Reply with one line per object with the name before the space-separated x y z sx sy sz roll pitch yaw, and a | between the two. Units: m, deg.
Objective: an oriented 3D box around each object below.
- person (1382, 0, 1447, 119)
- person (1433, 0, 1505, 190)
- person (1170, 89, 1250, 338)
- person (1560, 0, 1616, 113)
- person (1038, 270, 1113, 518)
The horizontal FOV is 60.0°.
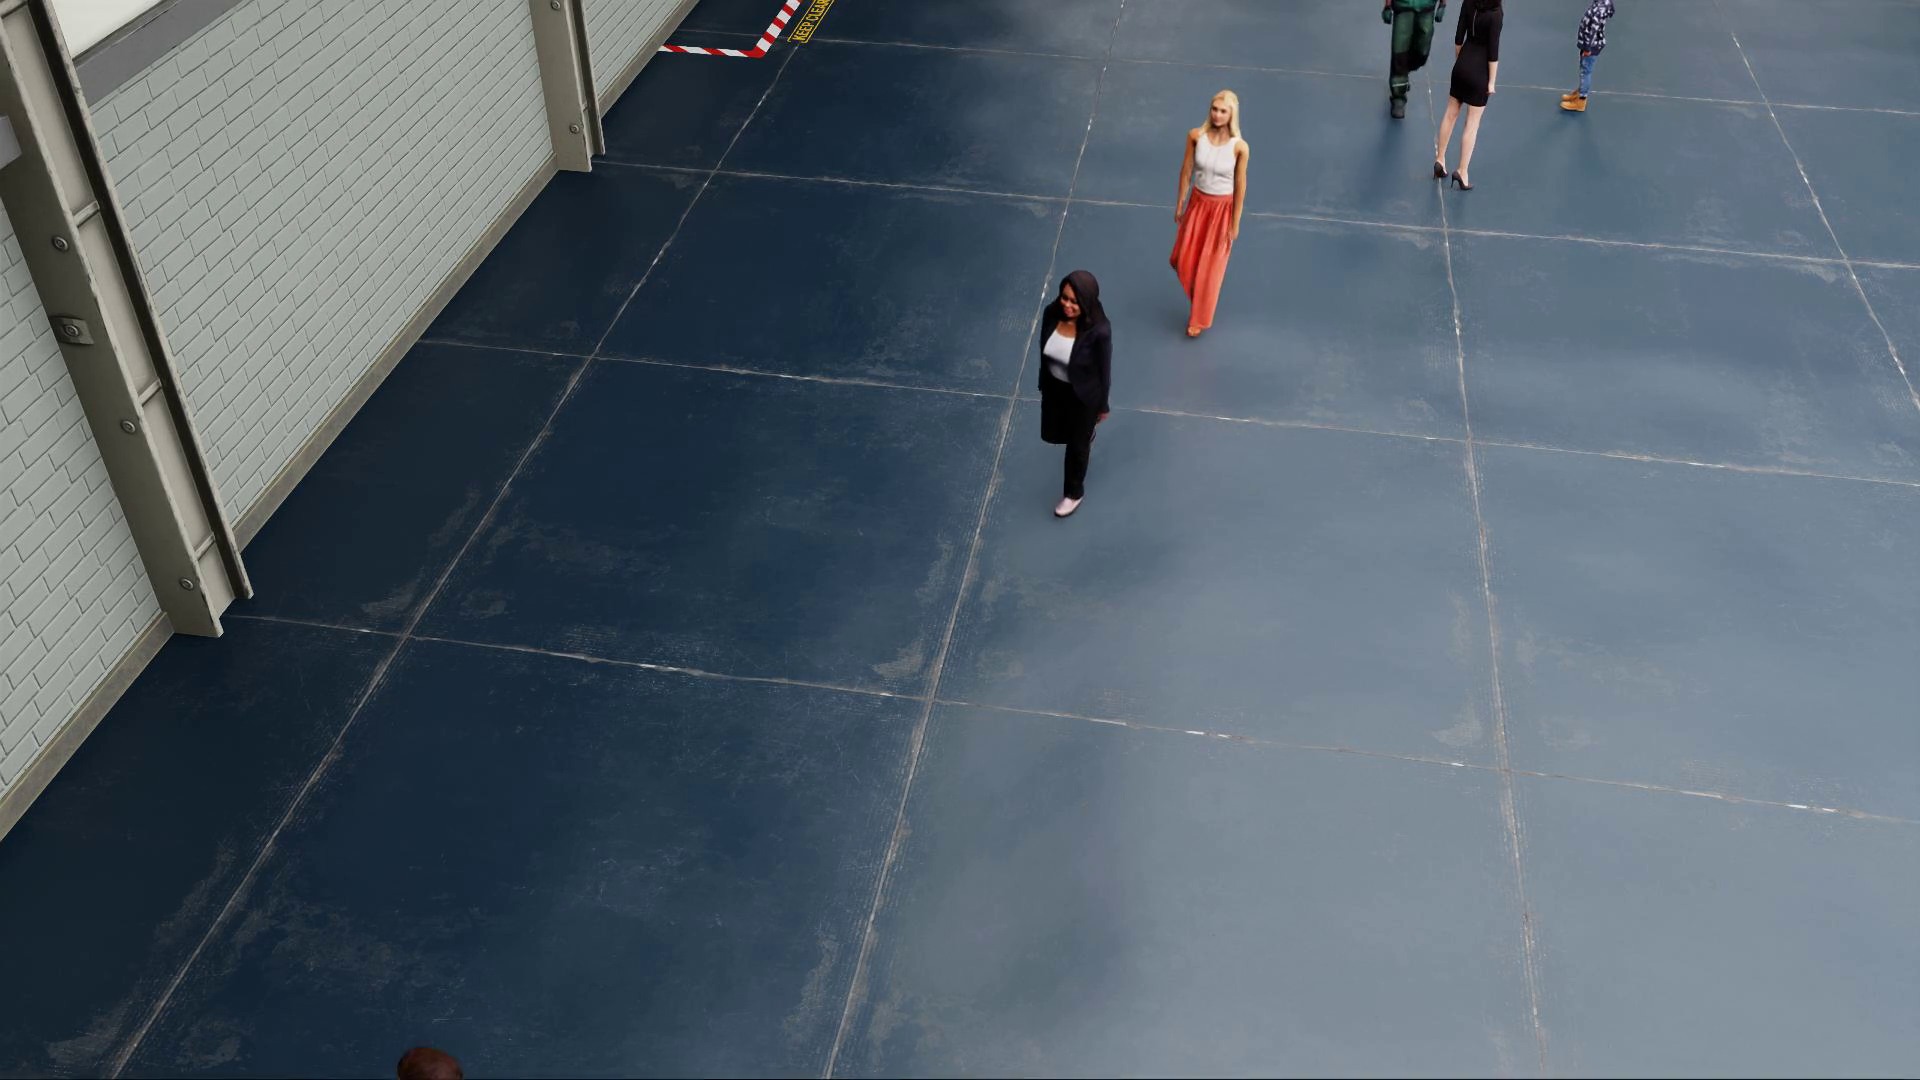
person | 3.942 -4.657 14.484 0.808 1.824 1.045 0 38 0
person | 4.075 -3.690 13.262 0.710 1.806 0.621 -18 42 -22
person | 1.765 -2.273 11.460 0.778 1.795 0.855 20 42 24
person | 5.566 -4.410 14.632 0.571 1.252 0.456 11 39 13
person | 0.720 -0.918 9.887 0.831 1.598 0.965 22 43 25
